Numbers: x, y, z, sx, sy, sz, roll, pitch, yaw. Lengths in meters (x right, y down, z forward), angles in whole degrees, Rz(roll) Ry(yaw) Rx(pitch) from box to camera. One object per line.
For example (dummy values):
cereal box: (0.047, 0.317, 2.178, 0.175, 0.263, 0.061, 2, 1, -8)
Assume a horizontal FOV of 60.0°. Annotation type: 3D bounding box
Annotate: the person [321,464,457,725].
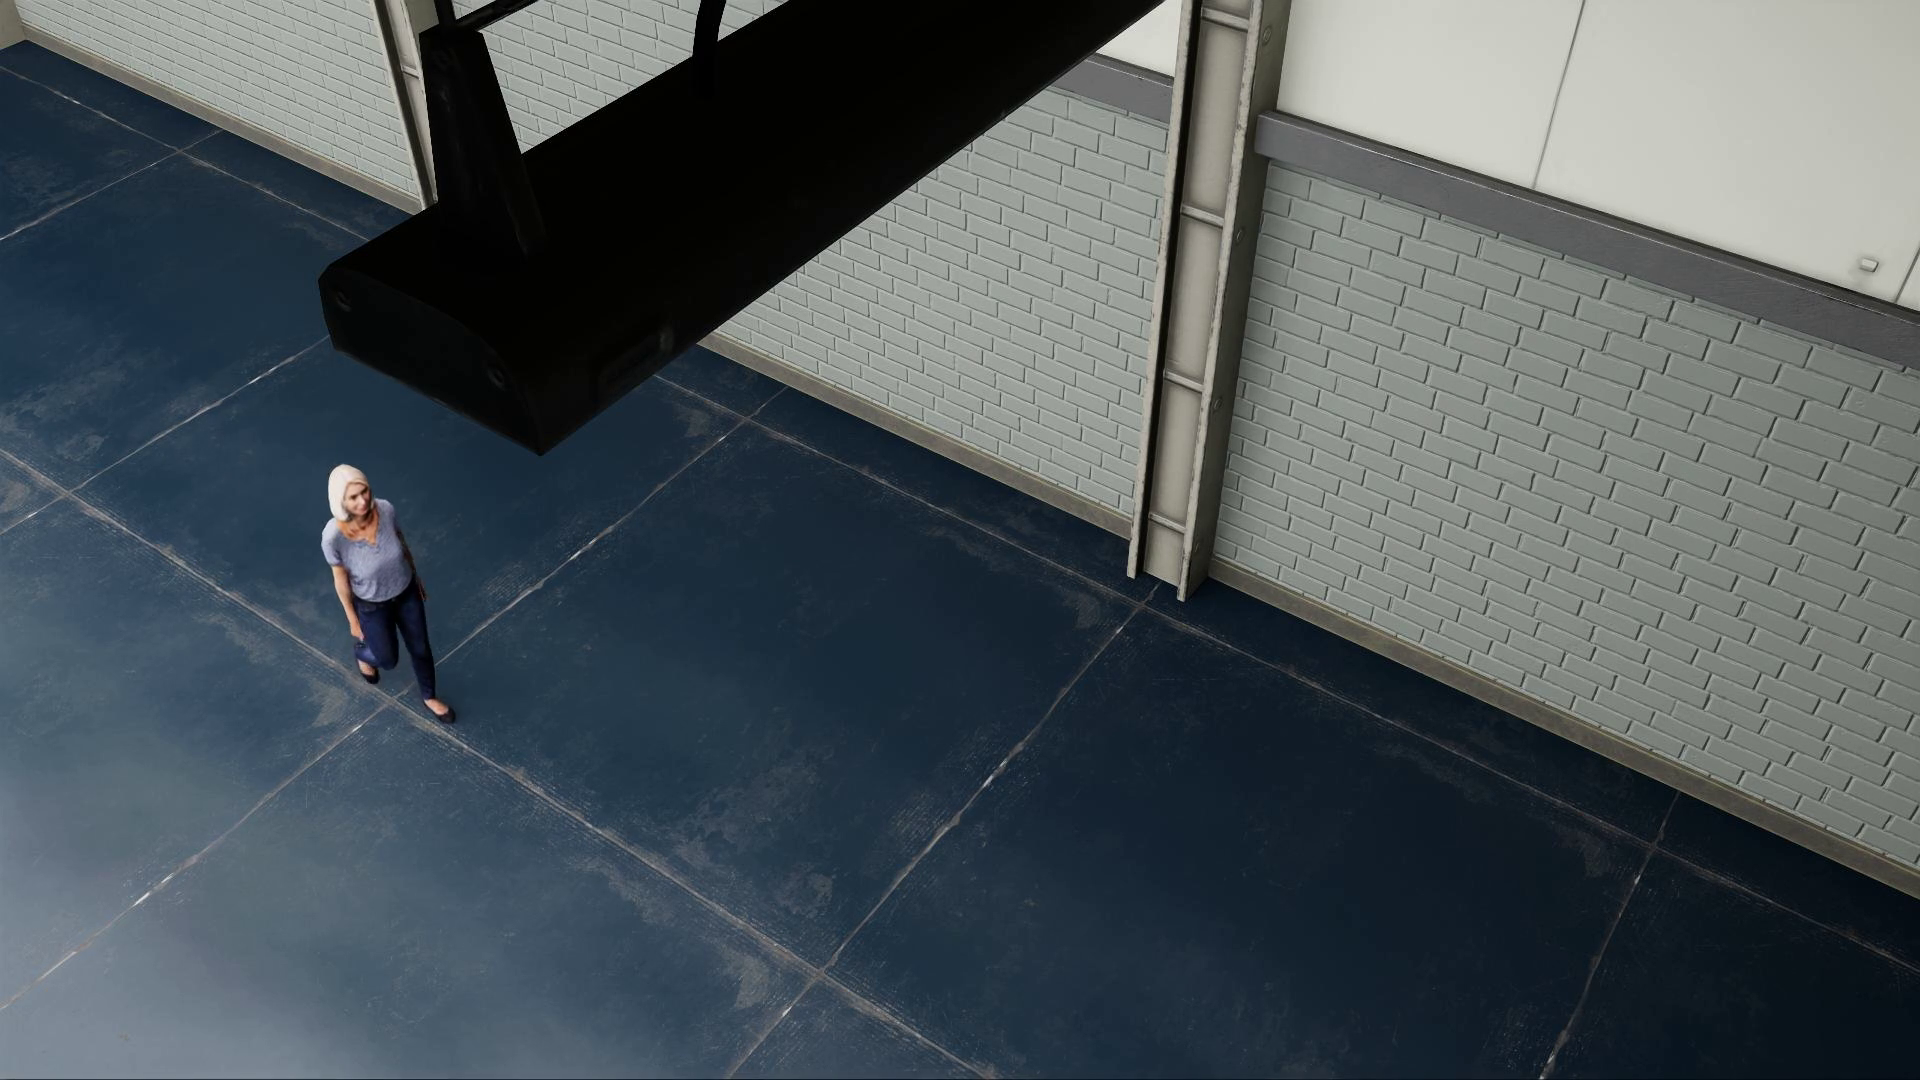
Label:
person: (-3.006, 0.262, 8.546, 0.874, 1.707, 0.625, 30, 51, 28)
